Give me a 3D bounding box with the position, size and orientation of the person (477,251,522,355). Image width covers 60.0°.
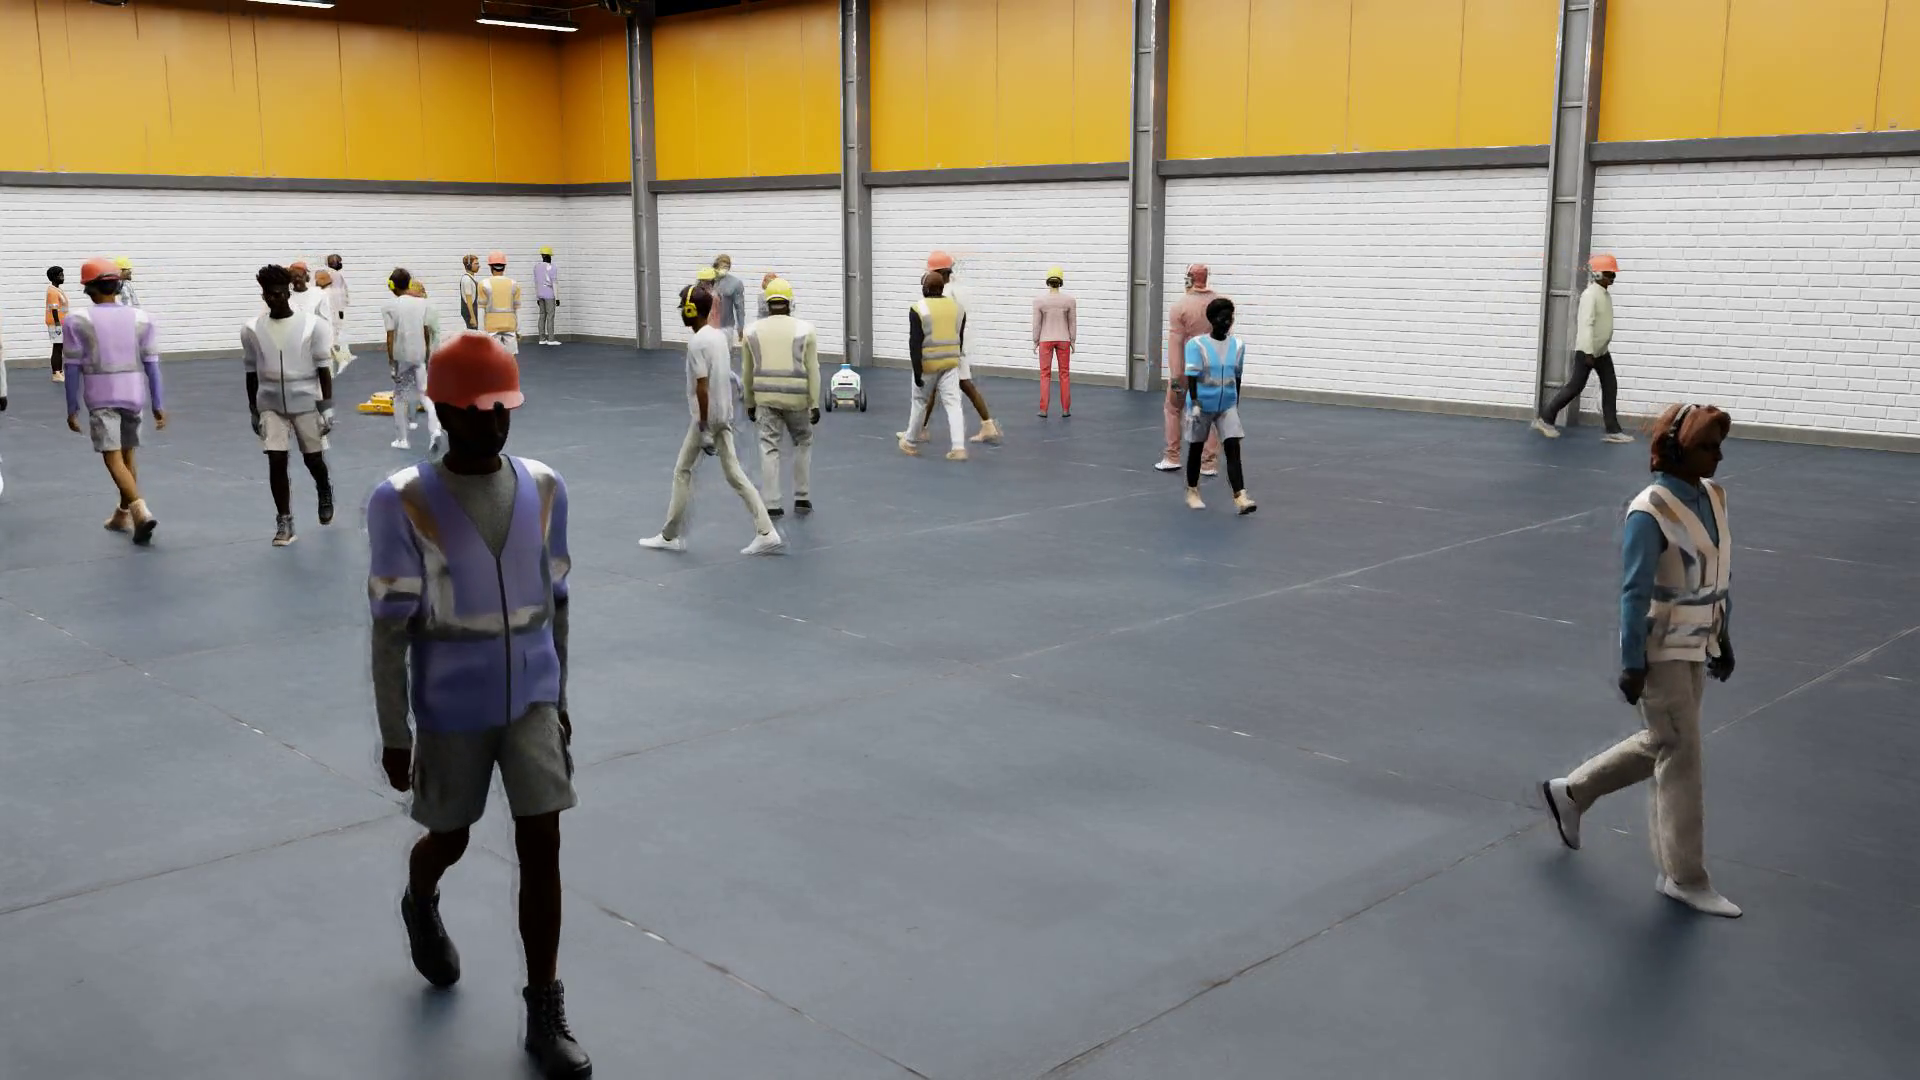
[{"bbox_3d":[-5.835,-2.677,21.064,0.548,1.930,0.398,-6,12,-31],"label":"person"}]

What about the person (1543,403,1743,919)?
[{"bbox_3d":[2.251,0.351,5.393,0.521,1.617,0.678,-10,14,-42],"label":"person"}]

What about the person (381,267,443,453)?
[{"bbox_3d":[-5.417,-1.777,16.419,0.514,1.833,0.910,-8,13,-37],"label":"person"}]

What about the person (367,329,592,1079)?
[{"bbox_3d":[-1.290,0.393,4.392,0.555,1.906,0.912,-8,13,-37],"label":"person"}]

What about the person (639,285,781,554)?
[{"bbox_3d":[-1.659,-0.795,11.133,1.019,1.815,0.481,4,11,23],"label":"person"}]

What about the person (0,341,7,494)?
[{"bbox_3d":[-7.869,-1.207,13.136,0.592,1.900,0.553,-5,11,-25],"label":"person"}]

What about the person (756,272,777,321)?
[{"bbox_3d":[-2.603,-2.929,23.274,0.519,1.617,0.632,-9,14,-41],"label":"person"}]

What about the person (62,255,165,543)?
[{"bbox_3d":[-5.893,-0.982,11.652,0.991,2.009,0.606,10,14,42],"label":"person"}]

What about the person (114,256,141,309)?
[{"bbox_3d":[-11.913,-3.125,23.754,0.403,1.830,0.600,-3,11,-14],"label":"person"}]

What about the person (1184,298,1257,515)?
[{"bbox_3d":[1.969,-1.004,12.674,0.542,1.654,0.861,-3,11,-16],"label":"person"}]

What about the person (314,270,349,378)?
[{"bbox_3d":[-9.428,-3.216,24.809,0.403,1.617,0.529,-6,12,-29],"label":"person"}]

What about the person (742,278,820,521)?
[{"bbox_3d":[-1.337,-1.070,12.607,0.620,1.803,0.682,1,10,7],"label":"person"}]

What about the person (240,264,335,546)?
[{"bbox_3d":[-4.671,-0.959,11.644,0.616,1.943,0.706,-2,11,-9],"label":"person"}]

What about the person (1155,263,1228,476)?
[{"bbox_3d":[2.073,-1.523,14.898,0.648,1.885,0.726,-4,11,-21],"label":"person"}]

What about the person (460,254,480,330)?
[{"bbox_3d":[-7.296,-3.345,24.917,0.345,1.846,0.508,-3,11,-14],"label":"person"}]

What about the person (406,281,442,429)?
[{"bbox_3d":[-5.952,-2.029,18.318,0.498,1.633,0.278,-1,10,-5],"label":"person"}]

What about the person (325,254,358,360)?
[{"bbox_3d":[-10.677,-3.958,28.322,0.636,1.821,0.638,-8,13,-38],"label":"person"}]

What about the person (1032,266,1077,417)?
[{"bbox_3d":[1.105,-2.316,19.524,0.526,1.768,0.315,-1,10,-3],"label":"person"}]

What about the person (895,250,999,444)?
[{"bbox_3d":[-0.097,-1.957,17.005,1.090,1.990,0.619,3,11,17],"label":"person"}]

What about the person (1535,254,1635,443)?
[{"bbox_3d":[6.521,-1.998,17.304,0.999,1.953,0.633,9,14,42],"label":"person"}]

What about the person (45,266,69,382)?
[{"bbox_3d":[-13.136,-3.140,24.226,0.321,1.689,0.530,-4,11,-22],"label":"person"}]

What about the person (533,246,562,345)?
[{"bbox_3d":[-8.037,-4.754,32.409,0.585,1.921,0.391,7,12,34],"label":"person"}]

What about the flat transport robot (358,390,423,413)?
[{"bbox_3d":[-6.627,-1.738,20.451,0.652,0.197,1.431,5,12,25],"label":"flat transport robot"}]

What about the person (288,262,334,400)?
[{"bbox_3d":[-7.231,-2.139,18.395,0.585,1.831,0.969,-4,11,-20],"label":"person"}]

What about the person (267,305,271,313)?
[{"bbox_3d":[-8.631,-2.544,21.111,0.310,1.638,0.523,-6,12,-30],"label":"person"}]

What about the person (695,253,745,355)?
[{"bbox_3d":[-3.090,-2.740,21.470,0.649,1.897,0.535,-1,10,-4],"label":"person"}]

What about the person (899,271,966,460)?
[{"bbox_3d":[-0.237,-1.669,15.934,0.635,1.793,0.976,-6,12,-28],"label":"person"}]

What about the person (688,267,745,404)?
[{"bbox_3d":[-3.075,-2.574,20.995,0.673,1.740,0.522,-3,11,-17],"label":"person"}]

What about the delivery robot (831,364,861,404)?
[{"bbox_3d":[-1.391,-1.906,20.336,0.477,0.478,0.707,0,10,-2],"label":"delivery robot"}]
